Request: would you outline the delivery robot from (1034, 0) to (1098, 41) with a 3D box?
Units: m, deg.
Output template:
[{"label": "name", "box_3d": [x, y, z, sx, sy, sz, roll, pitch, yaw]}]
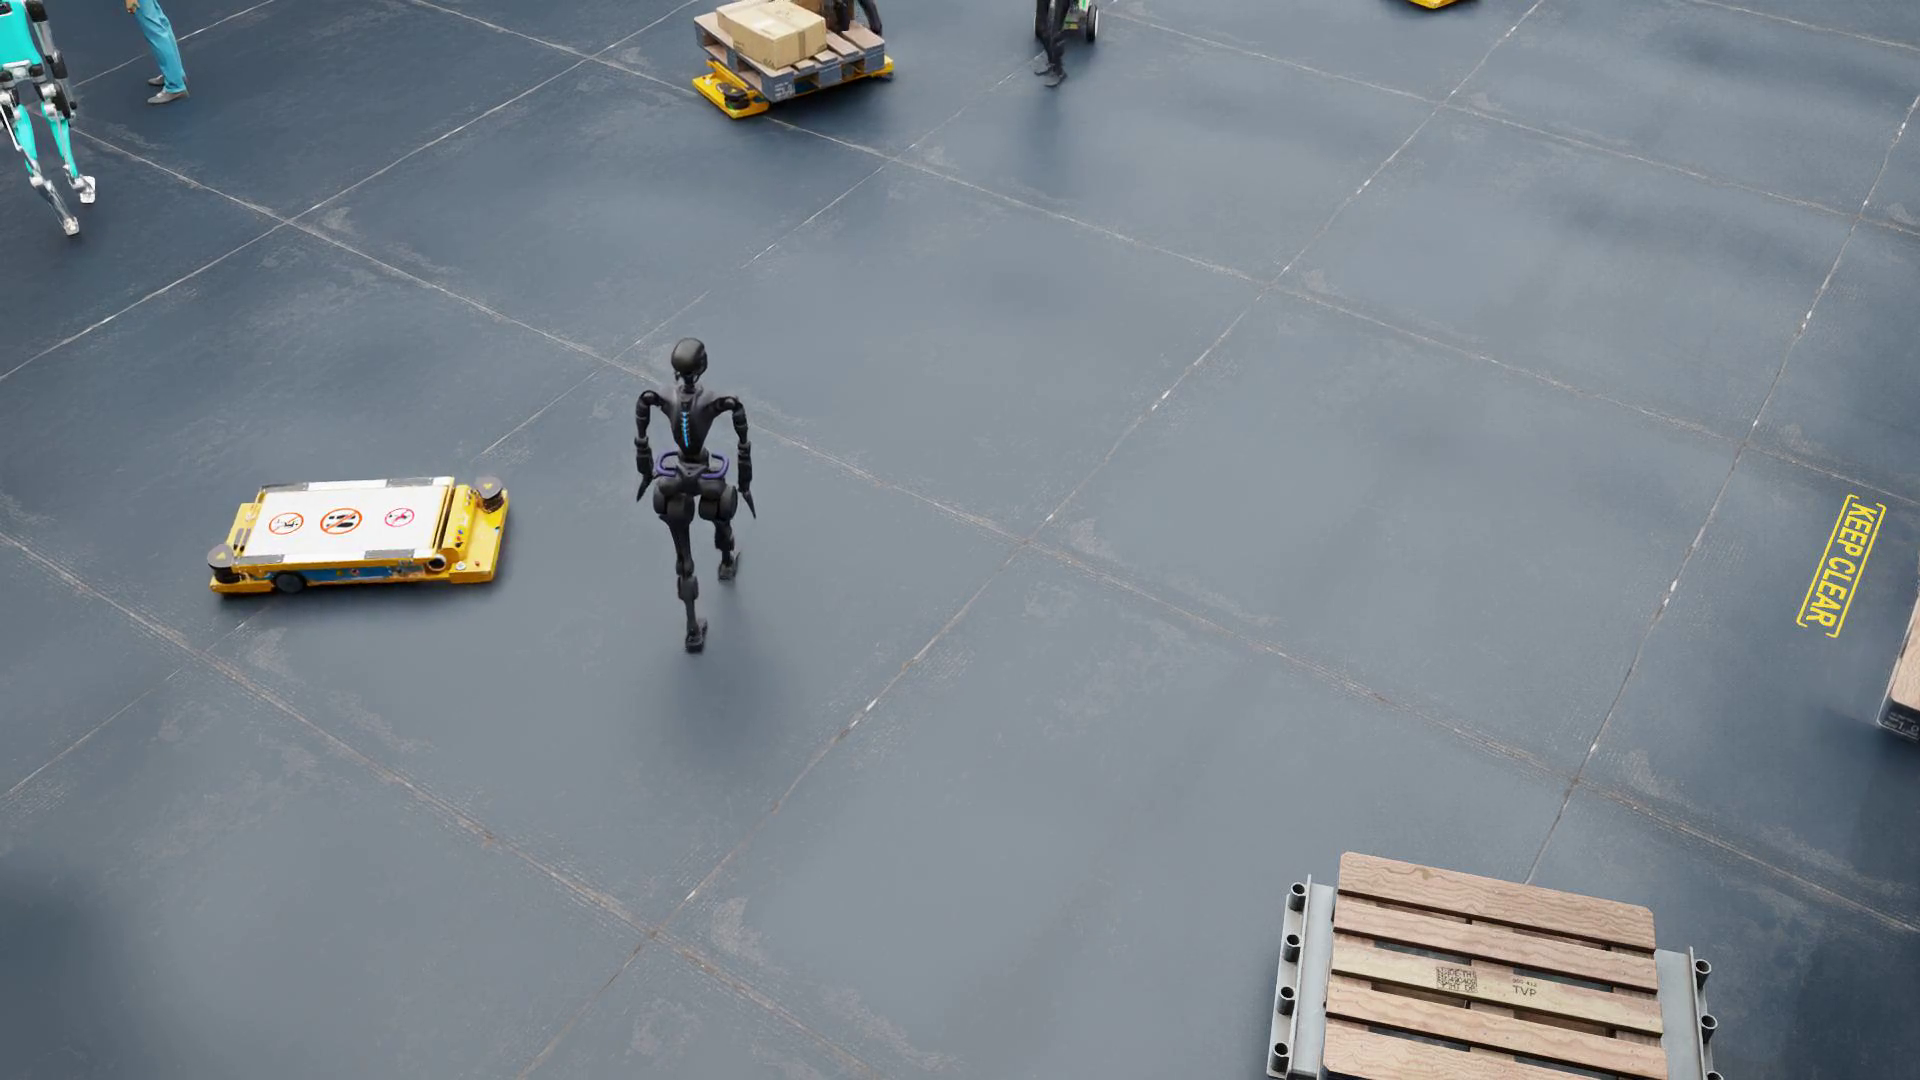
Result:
[{"label": "delivery robot", "box_3d": [0.891, -4.418, 13.507, 0.499, 0.592, 0.774, 6, 42, 6]}]

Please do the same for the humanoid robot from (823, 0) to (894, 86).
[{"label": "humanoid robot", "box_3d": [-0.776, -4.176, 12.395, 0.482, 1.645, 0.612, 28, 49, 27]}]

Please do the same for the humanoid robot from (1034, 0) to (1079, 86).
[{"label": "humanoid robot", "box_3d": [0.714, -4.241, 12.469, 0.587, 1.641, 0.346, 33, 52, 32]}]

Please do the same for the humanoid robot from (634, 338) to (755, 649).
[{"label": "humanoid robot", "box_3d": [-1.298, -0.291, 8.087, 0.599, 1.627, 0.786, 2, 42, 2]}]

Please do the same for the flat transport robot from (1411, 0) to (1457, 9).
[{"label": "flat transport robot", "box_3d": [3.777, -4.972, 14.343, 0.659, 0.231, 1.431, -26, 48, -26]}]

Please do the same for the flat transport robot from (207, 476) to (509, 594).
[{"label": "flat transport robot", "box_3d": [-3.166, -0.027, 8.810, 1.431, 0.231, 0.659, -2, 42, -3]}]

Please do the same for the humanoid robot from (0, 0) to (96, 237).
[{"label": "humanoid robot", "box_3d": [-5.969, -2.743, 10.743, 0.544, 1.760, 0.958, -18, 45, -19]}]

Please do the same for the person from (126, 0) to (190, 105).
[{"label": "person", "box_3d": [-6.056, -4.116, 12.207, 0.396, 1.839, 0.563, -10, 43, -12]}]

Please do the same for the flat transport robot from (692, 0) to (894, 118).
[{"label": "flat transport robot", "box_3d": [-1.288, -3.640, 12.853, 1.431, 0.231, 0.659, -25, 47, -25]}]
